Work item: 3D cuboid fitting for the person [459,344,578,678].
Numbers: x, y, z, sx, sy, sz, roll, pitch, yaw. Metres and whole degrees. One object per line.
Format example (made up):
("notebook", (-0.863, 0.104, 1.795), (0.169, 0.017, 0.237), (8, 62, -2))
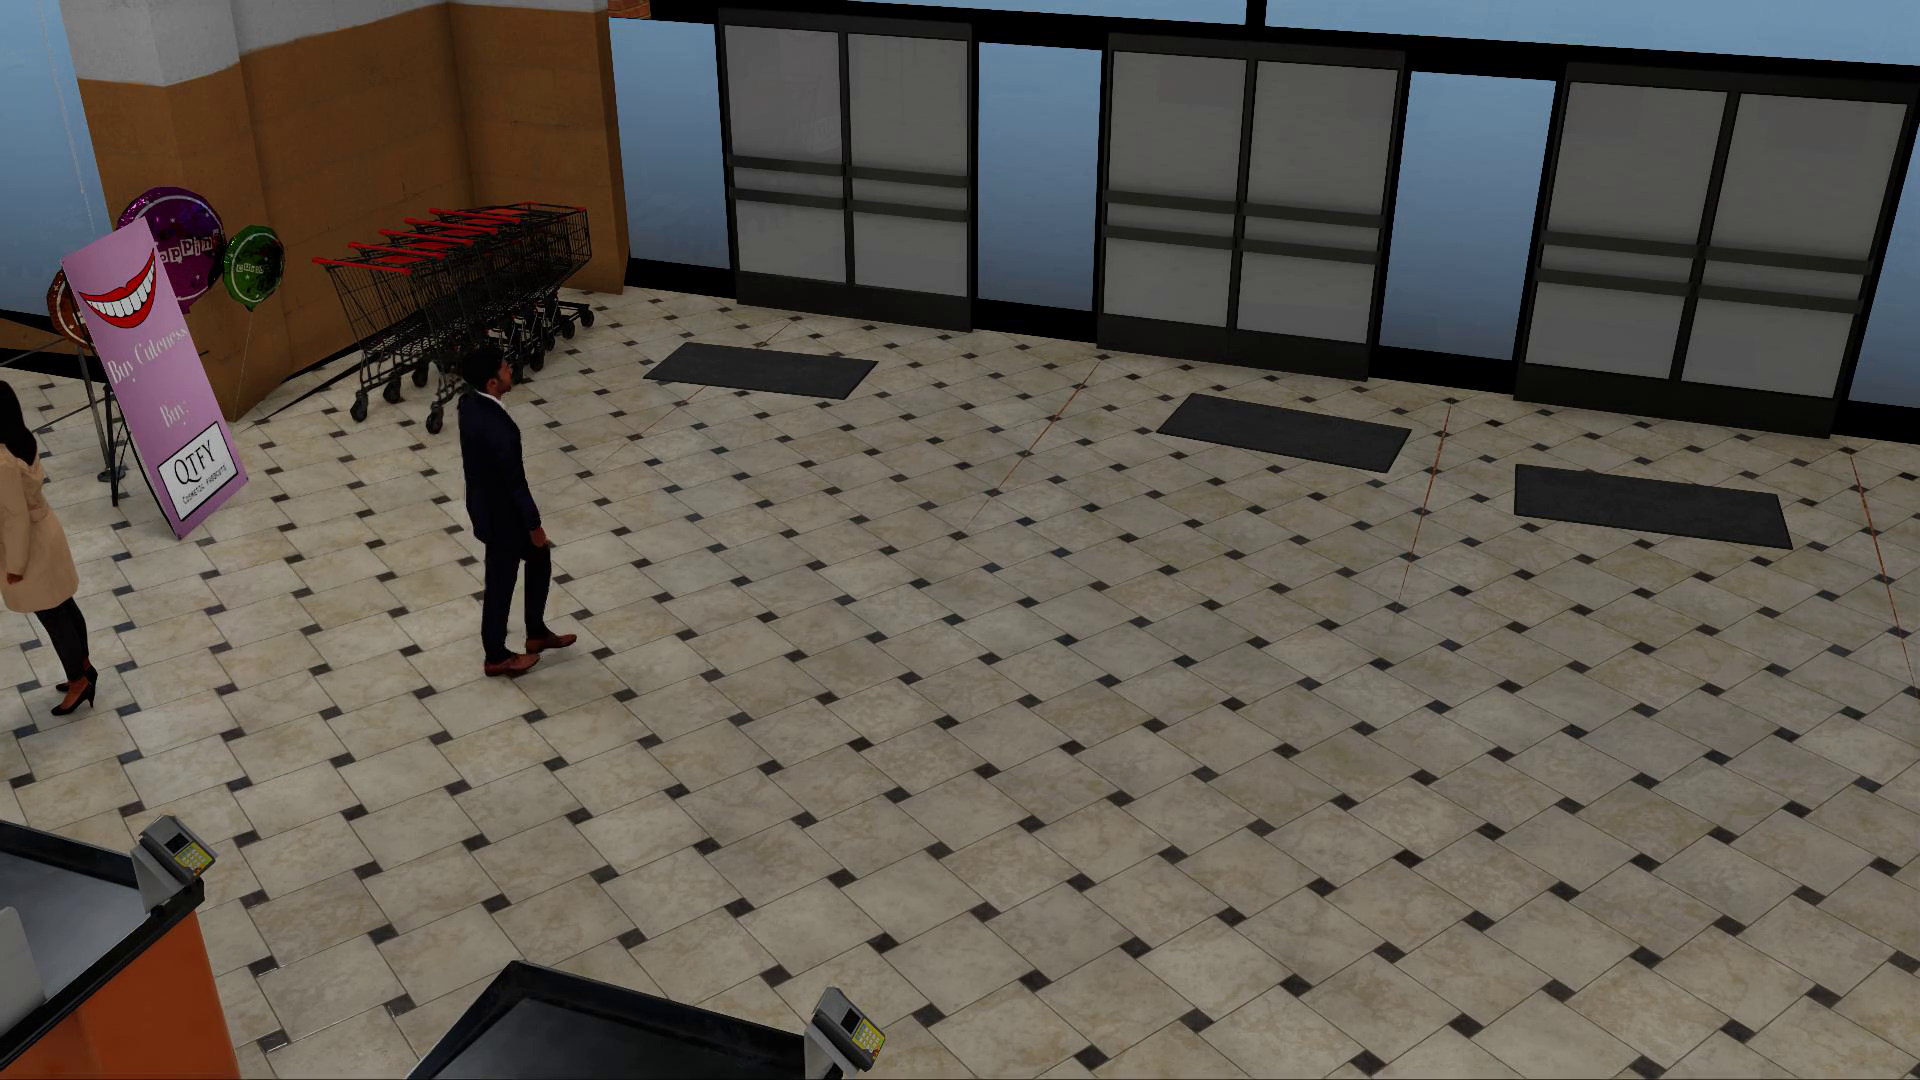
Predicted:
("person", (-2.274, -0.094, 7.929), (0.907, 1.712, 0.849), (-14, 30, -25))

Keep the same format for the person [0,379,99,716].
("person", (-4.294, 0.033, 7.711), (0.779, 1.682, 0.677), (-7, 28, -14))
